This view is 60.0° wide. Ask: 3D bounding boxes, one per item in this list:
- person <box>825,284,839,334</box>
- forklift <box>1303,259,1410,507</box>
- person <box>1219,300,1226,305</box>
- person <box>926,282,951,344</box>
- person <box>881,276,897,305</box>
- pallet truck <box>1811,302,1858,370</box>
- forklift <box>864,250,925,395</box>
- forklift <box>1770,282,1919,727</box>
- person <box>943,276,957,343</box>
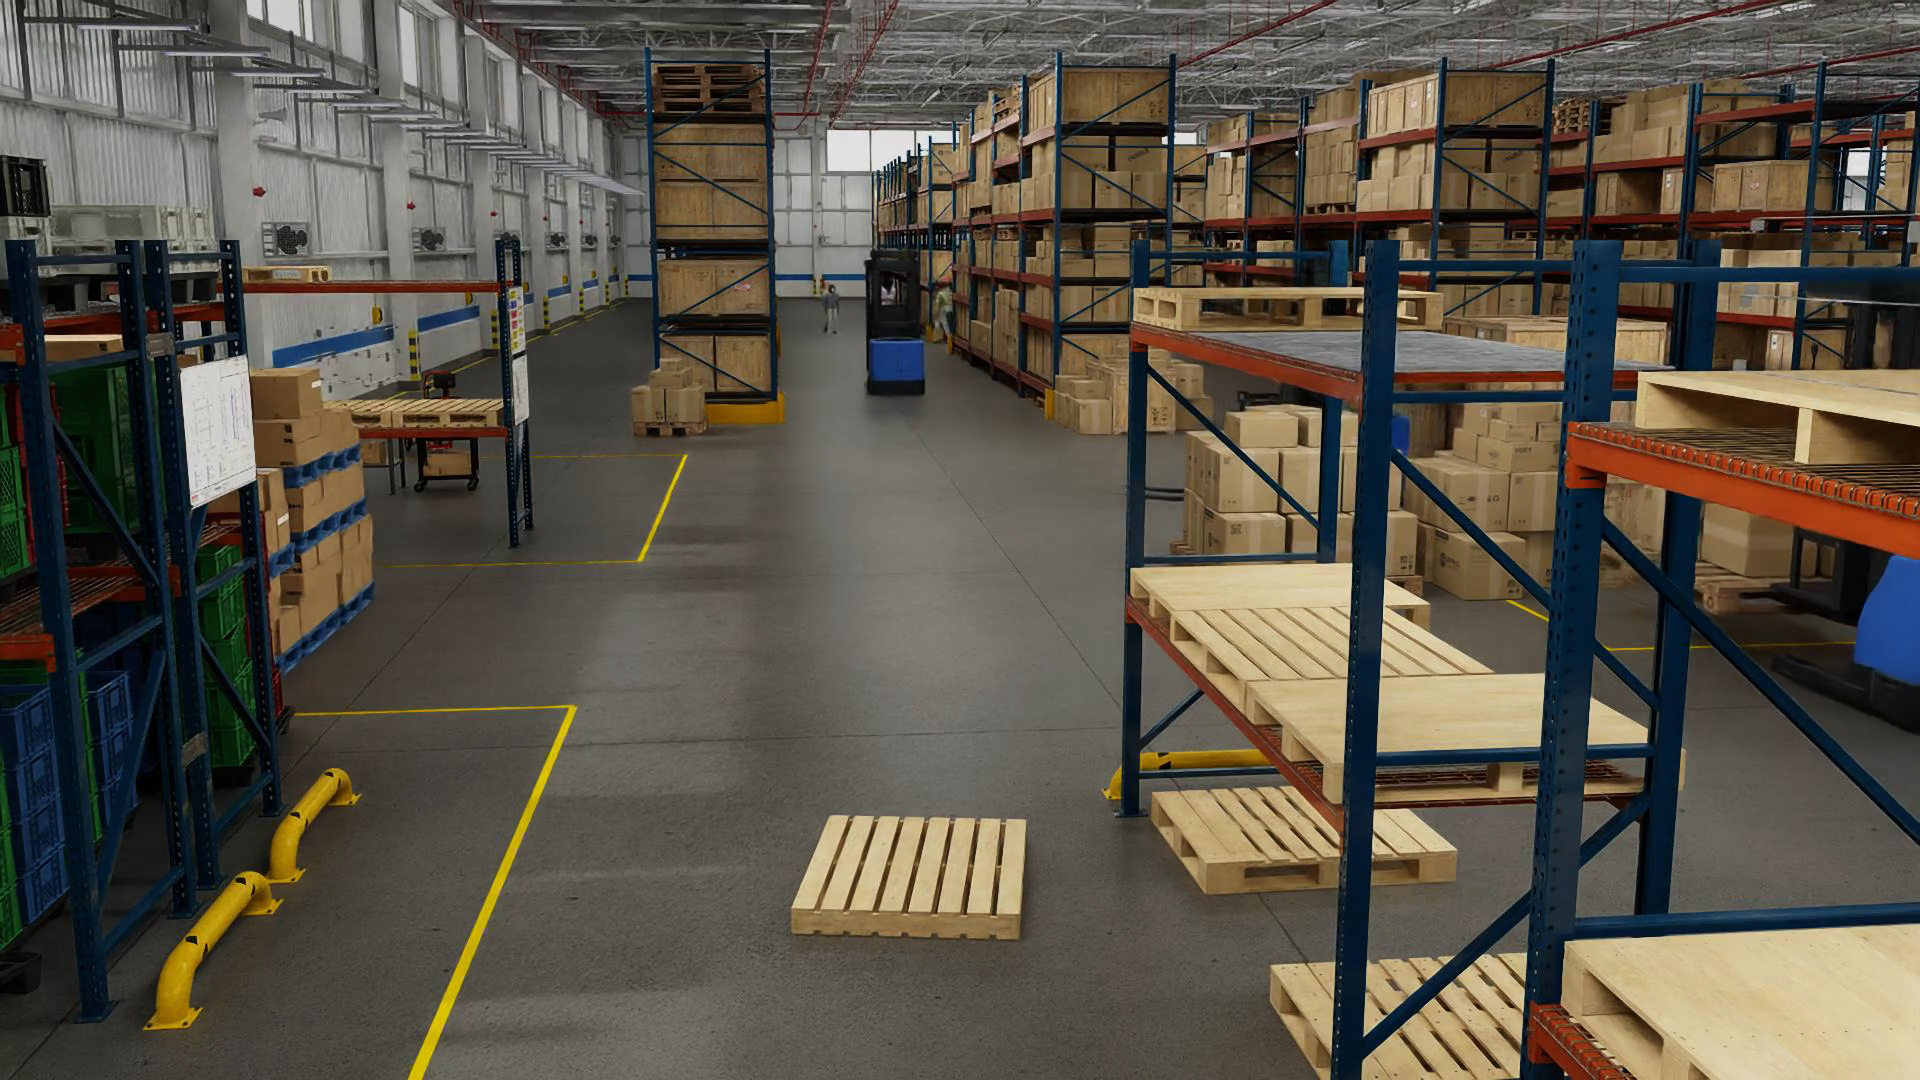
[{"bbox_3d":[-4.189,-7.537,54.199,0.501,1.617,0.489,-6,12,-30],"label":"person"},{"bbox_3d":[4.107,-1.789,18.844,1.873,2.768,1.129,1,10,5],"label":"forklift"},{"bbox_3d":[9.792,-8.836,61.369,0.513,1.630,0.318,6,12,31],"label":"person"},{"bbox_3d":[-0.624,-6.633,48.657,0.870,1.794,0.722,1,10,3],"label":"person"},{"bbox_3d":[-2.340,-7.524,53.419,0.603,1.883,0.944,-2,10,-12],"label":"person"},{"bbox_3d":[15.846,-3.142,28.793,1.885,1.965,0.823,2,10,12],"label":"pallet truck"},{"bbox_3d":[-1.299,-4.336,32.959,1.129,2.768,1.873,-1,10,-6],"label":"forklift"},{"bbox_3d":[6.323,-0.289,10.537,1.129,2.768,1.873,-1,10,-6],"label":"forklift"},{"bbox_3d":[-0.244,-6.800,49.124,0.617,1.971,0.641,-1,10,-6],"label":"person"}]
